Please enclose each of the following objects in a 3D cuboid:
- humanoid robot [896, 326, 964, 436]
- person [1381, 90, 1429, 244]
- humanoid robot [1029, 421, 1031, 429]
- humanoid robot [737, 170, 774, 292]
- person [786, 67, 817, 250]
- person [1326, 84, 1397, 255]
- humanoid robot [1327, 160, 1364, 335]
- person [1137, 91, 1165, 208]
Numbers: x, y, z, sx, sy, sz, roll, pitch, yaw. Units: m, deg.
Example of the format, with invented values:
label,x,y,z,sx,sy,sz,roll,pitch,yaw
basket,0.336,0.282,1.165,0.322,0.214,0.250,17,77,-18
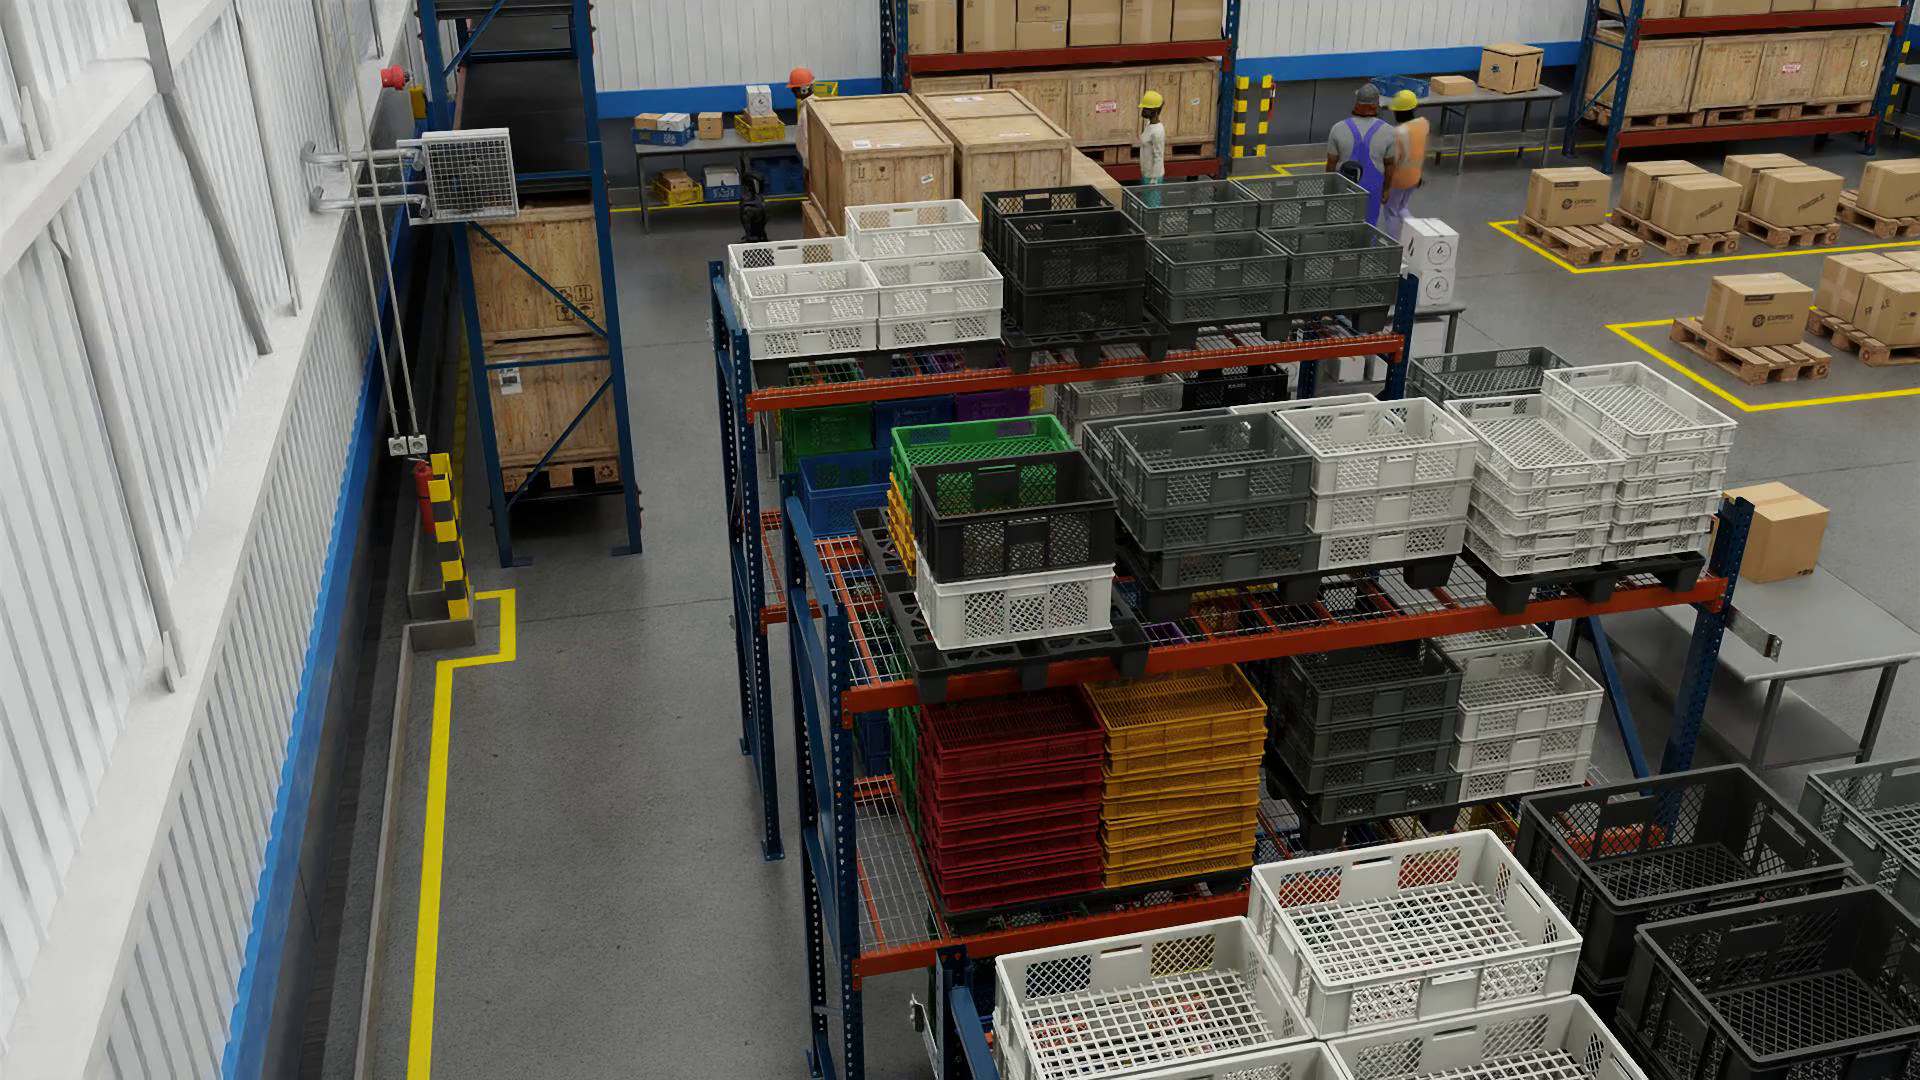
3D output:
label,x,y,z,sx,sy,sz,roll,pitch,yaw
humanoid robot,-0.163,-0.891,12.229,0.636,1.643,0.364,-11,30,-20
person,4.683,-3.816,17.556,0.650,1.882,0.573,-20,34,-33
humanoid robot,0.327,-0.036,10.602,0.339,1.652,0.580,-17,32,-29
humanoid robot,-1.901,-2.624,15.499,0.323,1.657,0.601,4,28,7
person,-1.636,-4.126,18.051,0.430,1.977,0.607,1,28,1
person,4.094,-3.669,17.110,0.687,2.000,0.536,6,28,11
humanoid robot,3.608,-2.787,15.822,0.332,1.651,0.578,3,28,6
person,2.034,-3.938,17.910,0.318,1.767,0.533,-2,28,-5
